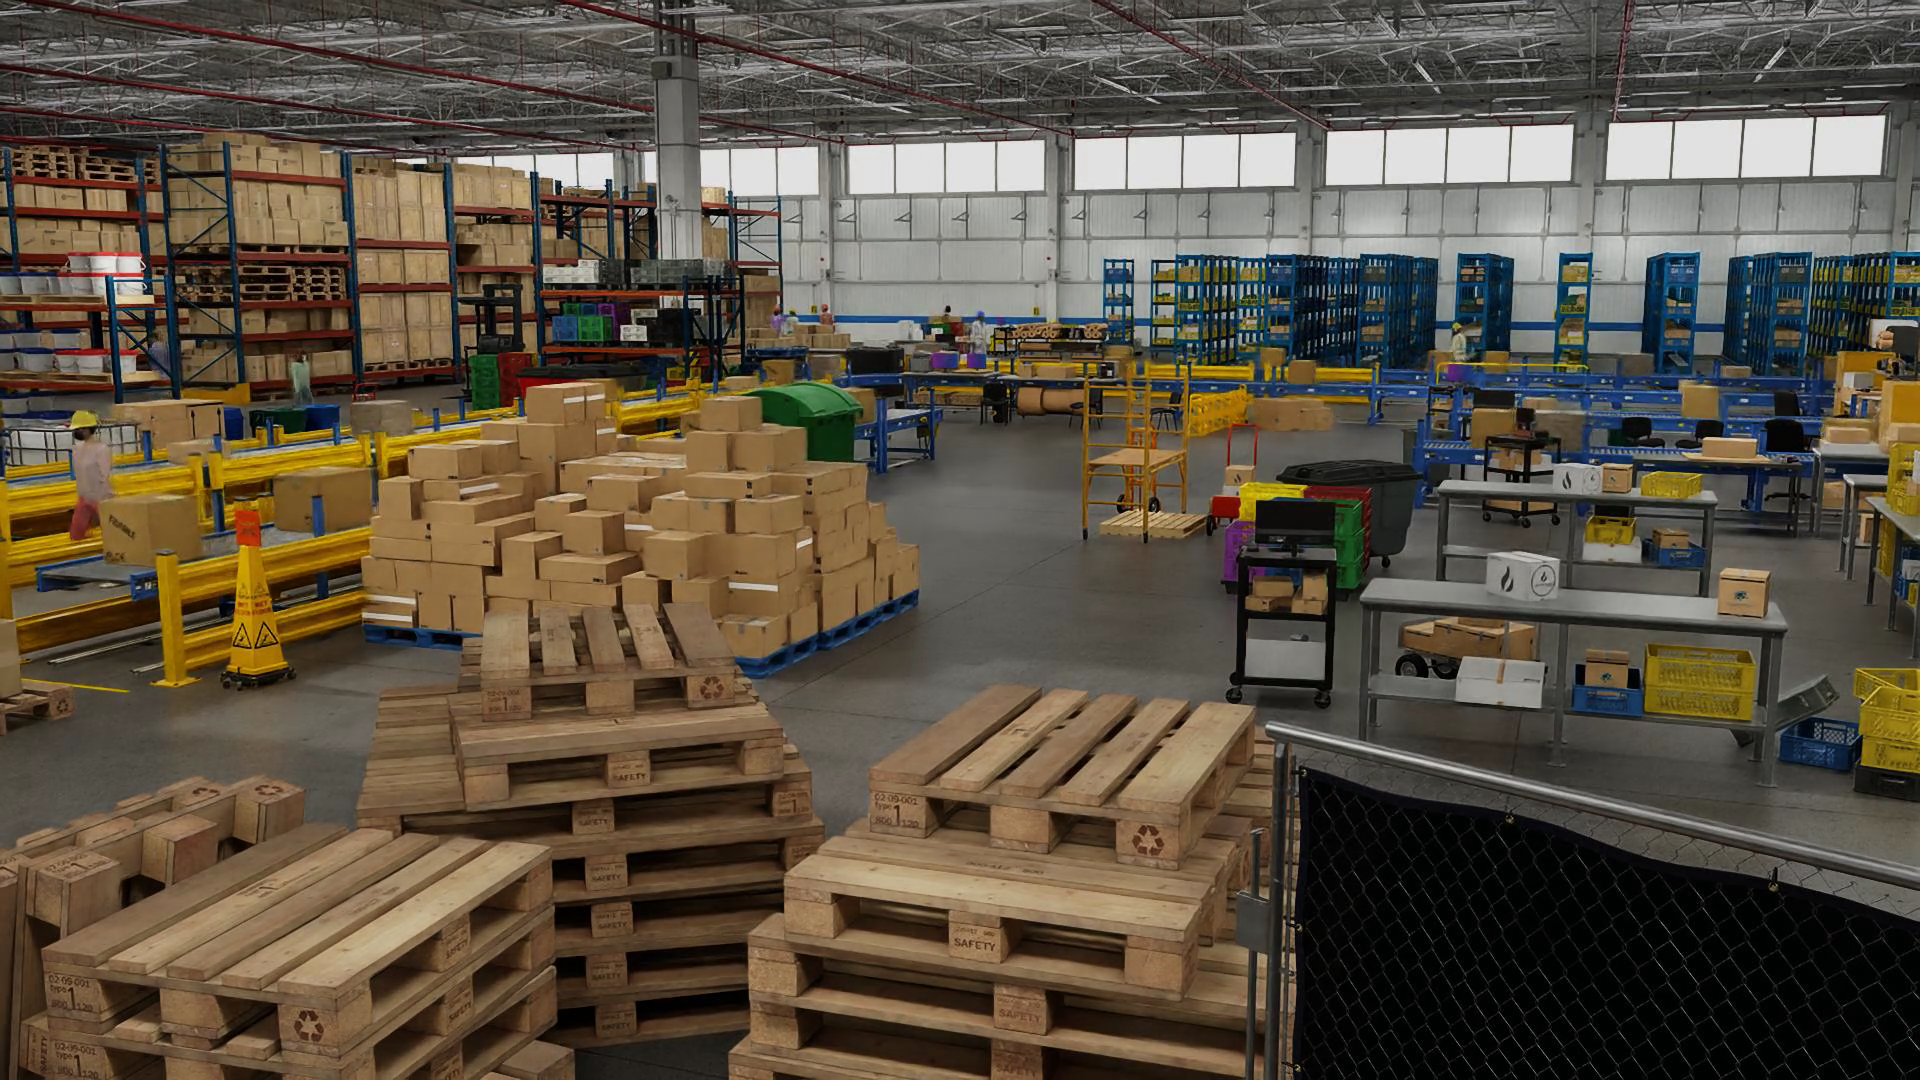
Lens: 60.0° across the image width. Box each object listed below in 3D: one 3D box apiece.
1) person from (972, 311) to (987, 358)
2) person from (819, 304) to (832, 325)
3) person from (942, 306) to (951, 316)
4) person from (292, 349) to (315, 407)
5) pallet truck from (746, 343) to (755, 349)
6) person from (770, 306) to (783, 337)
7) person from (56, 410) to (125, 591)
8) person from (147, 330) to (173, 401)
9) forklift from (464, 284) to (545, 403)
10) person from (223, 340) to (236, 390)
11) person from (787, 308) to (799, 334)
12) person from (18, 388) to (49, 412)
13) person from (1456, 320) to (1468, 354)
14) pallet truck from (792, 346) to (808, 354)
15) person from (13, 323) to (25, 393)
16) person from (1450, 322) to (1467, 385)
[{"bbox_3d":[0.579,-6.359,53.071,0.615,1.919,0.943,-7,12,-38],"label":"person"},{"bbox_3d":[-4.915,-7.628,60.756,0.376,1.995,0.609,7,12,39],"label":"person"},{"bbox_3d":[-0.509,-8.525,66.918,0.434,1.823,0.650,-1,9,-4],"label":"person"},{"bbox_3d":[-12.817,-2.945,32.600,0.825,1.596,0.523,4,10,22],"label":"person"},{"bbox_3d":[-6.183,-4.618,44.264,1.601,1.201,0.680,-9,12,-43],"label":"pallet truck"},{"bbox_3d":[-6.765,-7.594,60.812,0.576,1.904,0.859,3,10,20],"label":"person"},{"bbox_3d":[-8.378,-0.361,15.899,0.553,1.733,0.786,4,10,25],"label":"person"},{"bbox_3d":[-16.873,-3.497,35.152,0.833,1.893,0.651,-4,10,-23],"label":"person"},{"bbox_3d":[-10.832,-4.702,39.610,1.129,2.768,1.873,3,10,20],"label":"forklift"},{"bbox_3d":[-18.779,-4.742,43.057,0.638,1.876,0.947,5,10,29],"label":"person"},{"bbox_3d":[-6.471,-8.100,64.460,0.532,1.754,0.420,4,10,26],"label":"person"},{"bbox_3d":[-15.332,-2.240,27.504,0.600,1.807,0.728,2,9,13],"label":"person"},{"bbox_3d":[17.752,-7.266,58.981,0.580,1.835,0.573,2,9,11],"label":"person"},{"bbox_3d":[-3.705,-4.298,42.022,0.653,1.274,1.630,3,10,20],"label":"pallet truck"},{"bbox_3d":[-22.504,-4.277,40.047,0.487,1.888,0.666,-5,10,-28],"label":"person"},{"bbox_3d":[12.925,-4.749,43.278,0.440,1.806,0.664,8,12,40],"label":"person"}]
